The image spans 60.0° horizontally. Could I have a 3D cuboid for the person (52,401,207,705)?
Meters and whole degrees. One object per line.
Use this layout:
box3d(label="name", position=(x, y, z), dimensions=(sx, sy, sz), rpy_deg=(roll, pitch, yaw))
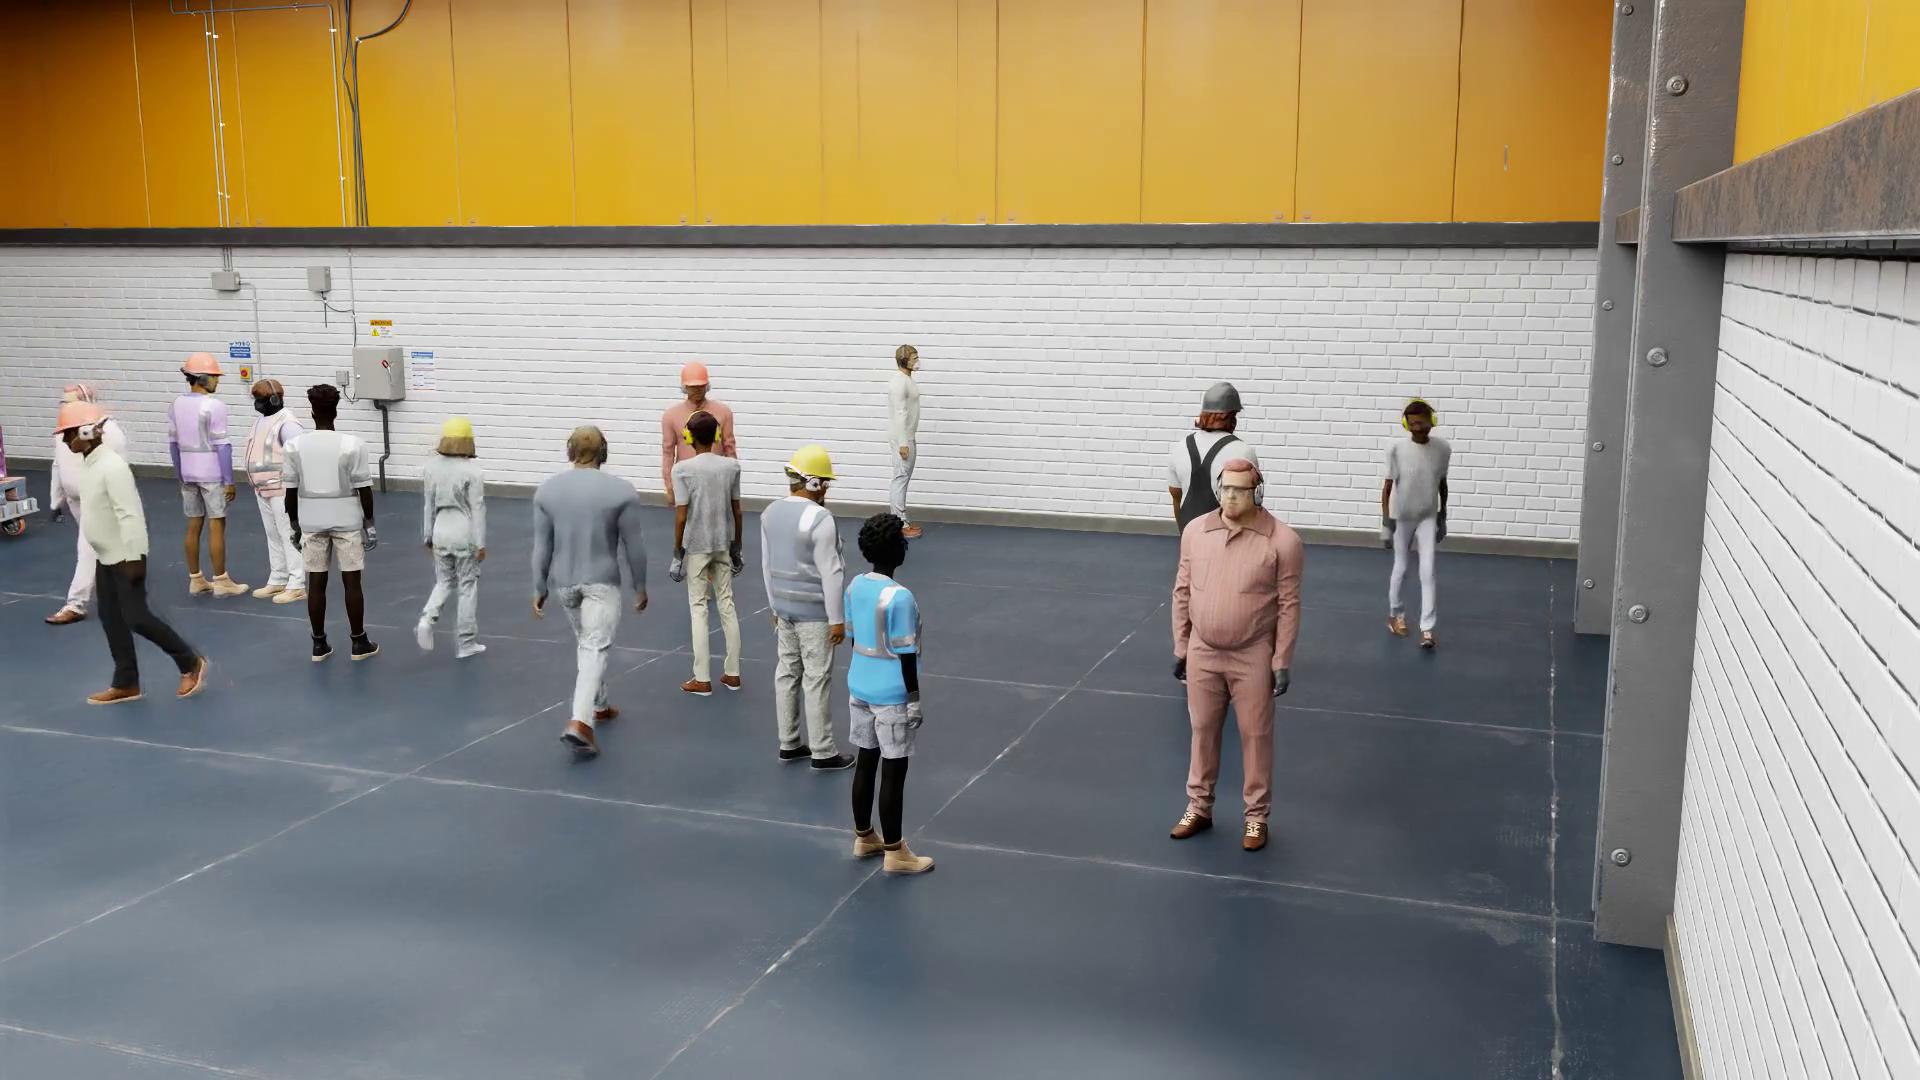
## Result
box3d(label="person", position=(-5.314, 0.082, 10.612), dimensions=(0.698, 1.961, 0.666), rpy_deg=(-10, 14, -44))

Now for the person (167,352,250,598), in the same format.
box3d(label="person", position=(-6.263, -0.535, 13.837), dimensions=(0.610, 2.040, 0.394), rpy_deg=(4, 11, 23))

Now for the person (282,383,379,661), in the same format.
box3d(label="person", position=(-4.416, -0.120, 11.701), dimensions=(0.613, 1.965, 0.361), rpy_deg=(-1, 10, -3))

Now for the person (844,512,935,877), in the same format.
box3d(label="person", position=(-0.343, 0.714, 7.762), dimensions=(0.318, 1.700, 0.535), rpy_deg=(-7, 12, -33))

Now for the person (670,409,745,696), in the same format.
box3d(label="person", position=(-1.652, 0.082, 10.857), dimensions=(0.532, 1.864, 0.310), rpy_deg=(-7, 12, -36))

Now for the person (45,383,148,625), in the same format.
box3d(label="person", position=(-6.868, -0.315, 13.139), dimensions=(0.671, 1.859, 1.016), rpy_deg=(5, 11, 24))

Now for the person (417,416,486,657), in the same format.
box3d(label="person", position=(-3.581, 0.000, 11.702), dimensions=(0.513, 1.719, 0.538), rpy_deg=(3, 11, 17))

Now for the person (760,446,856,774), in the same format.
box3d(label="person", position=(-0.842, 0.385, 9.271), dimensions=(0.404, 1.821, 0.587), rpy_deg=(-10, 14, -43))

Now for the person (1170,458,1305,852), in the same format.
box3d(label="person", position=(1.323, 0.548, 8.100), dimensions=(0.643, 1.912, 0.410), rpy_deg=(5, 11, 28))

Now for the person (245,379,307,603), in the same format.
box3d(label="person", position=(-5.626, -0.406, 13.672), dimensions=(0.621, 1.843, 0.429), rpy_deg=(9, 14, 42))

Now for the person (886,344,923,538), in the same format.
box3d(label="person", position=(-0.551, -0.999, 16.729), dimensions=(0.371, 1.941, 0.627), rpy_deg=(1, 10, 3))

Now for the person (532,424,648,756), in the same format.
box3d(label="person", position=(-2.204, 0.285, 9.755), dimensions=(0.653, 1.896, 1.062), rpy_deg=(1, 10, 8))

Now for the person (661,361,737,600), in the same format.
box3d(label="person", position=(-2.157, -0.495, 13.759), dimensions=(0.646, 1.982, 0.521), rpy_deg=(-4, 11, -21))

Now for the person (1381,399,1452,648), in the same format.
box3d(label="person", position=(3.346, -0.126, 12.162), dimensions=(0.549, 1.816, 0.958), rpy_deg=(0, 10, 2))

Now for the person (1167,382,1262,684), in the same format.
box3d(label="person", position=(1.733, -0.028, 10.976), dimensions=(0.681, 2.000, 0.538), rpy_deg=(10, 14, 44))
